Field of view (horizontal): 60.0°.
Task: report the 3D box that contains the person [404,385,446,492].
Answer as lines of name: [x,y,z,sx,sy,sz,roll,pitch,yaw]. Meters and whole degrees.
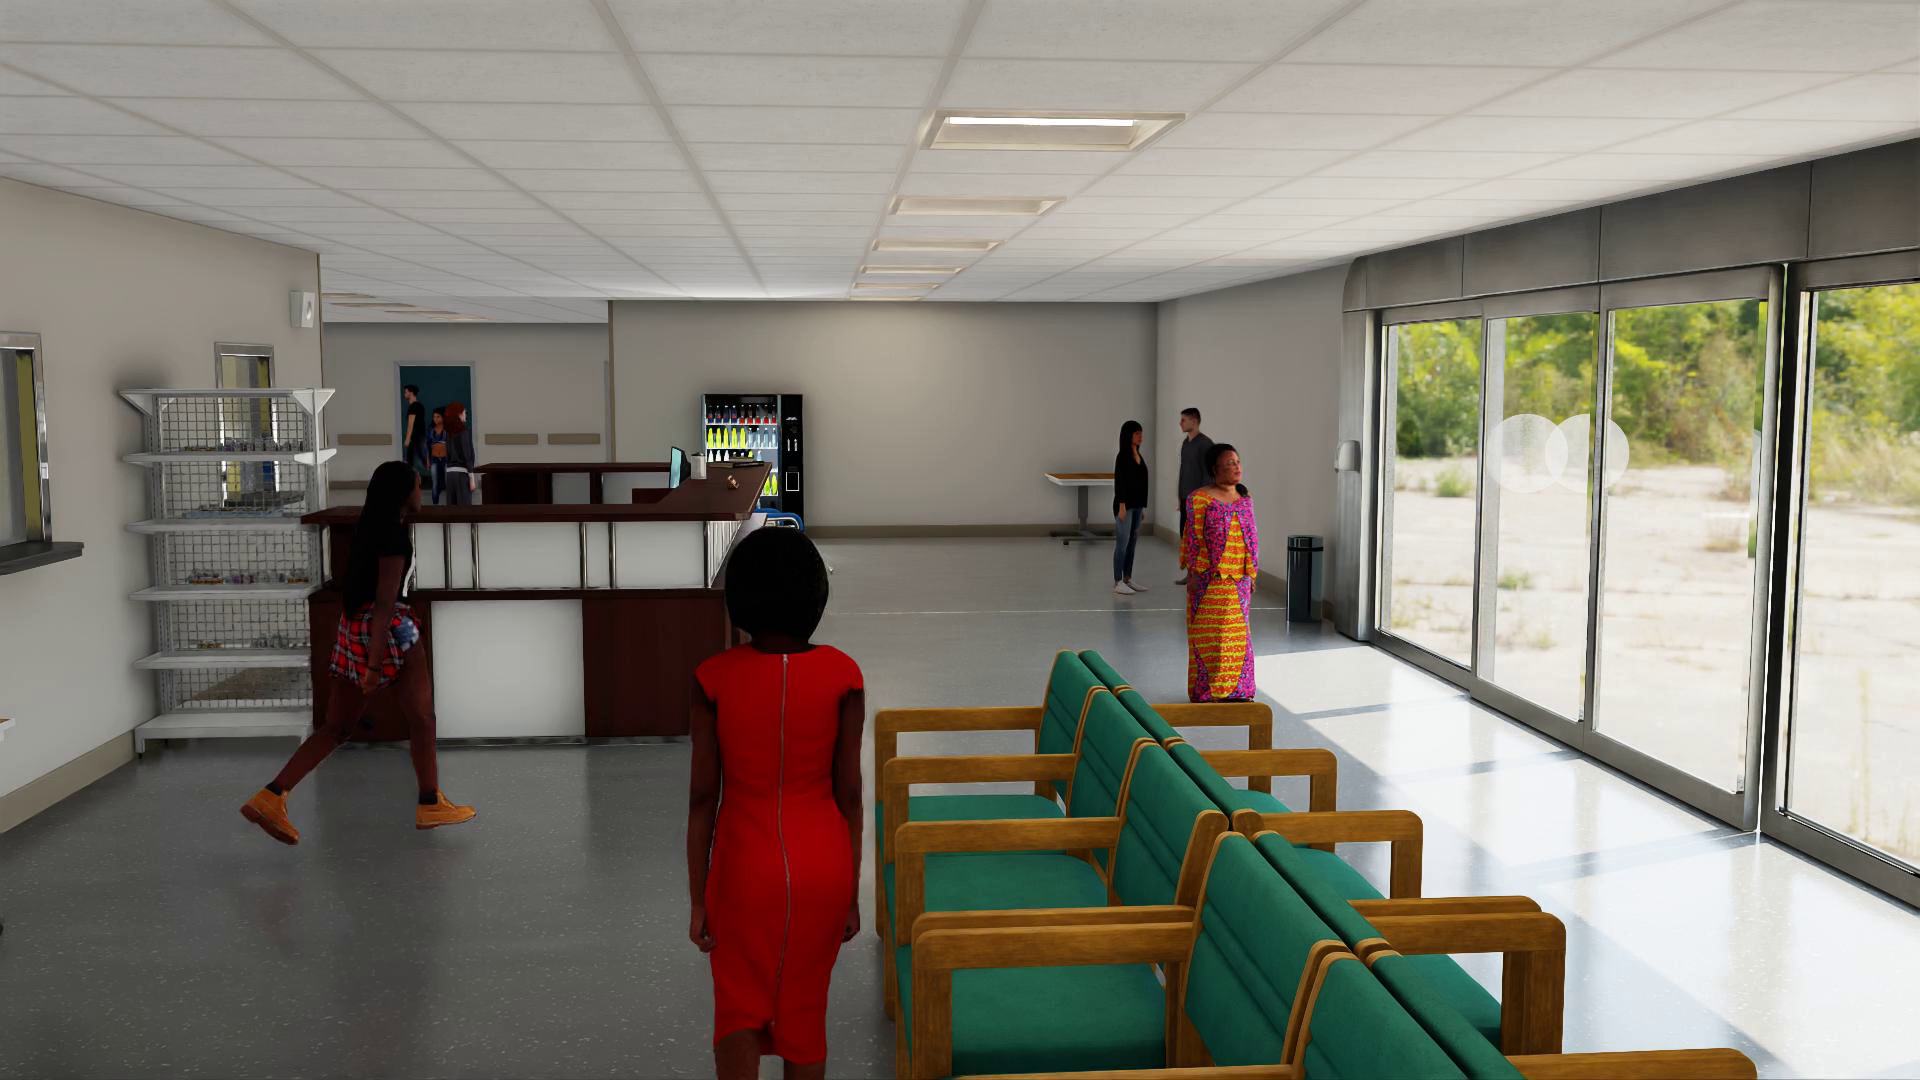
person: [-9.225,-1.707,28.554,1.231,1.863,0.786,-2,6,-15]

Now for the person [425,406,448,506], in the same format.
person: [-7.437,-1.112,23.855,0.490,1.620,0.679,0,6,-2]

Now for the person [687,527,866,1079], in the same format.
person: [-0.401,0.849,3.811,0.721,1.731,0.653,-1,6,-9]

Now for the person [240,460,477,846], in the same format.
person: [-2.624,0.541,7.226,1.278,1.660,1.111,-5,8,-41]

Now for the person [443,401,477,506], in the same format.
person: [-5.588,-0.661,18.576,0.649,1.780,0.705,5,8,41]

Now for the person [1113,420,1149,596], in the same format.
person: [1.610,-0.320,15.855,0.697,1.646,0.657,4,7,33]

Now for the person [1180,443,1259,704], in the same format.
person: [1.667,0.201,10.494,0.709,1.682,0.808,-3,6,-26]

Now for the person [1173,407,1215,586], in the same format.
person: [2.314,-0.401,16.144,0.685,1.748,0.713,-3,7,-31]
